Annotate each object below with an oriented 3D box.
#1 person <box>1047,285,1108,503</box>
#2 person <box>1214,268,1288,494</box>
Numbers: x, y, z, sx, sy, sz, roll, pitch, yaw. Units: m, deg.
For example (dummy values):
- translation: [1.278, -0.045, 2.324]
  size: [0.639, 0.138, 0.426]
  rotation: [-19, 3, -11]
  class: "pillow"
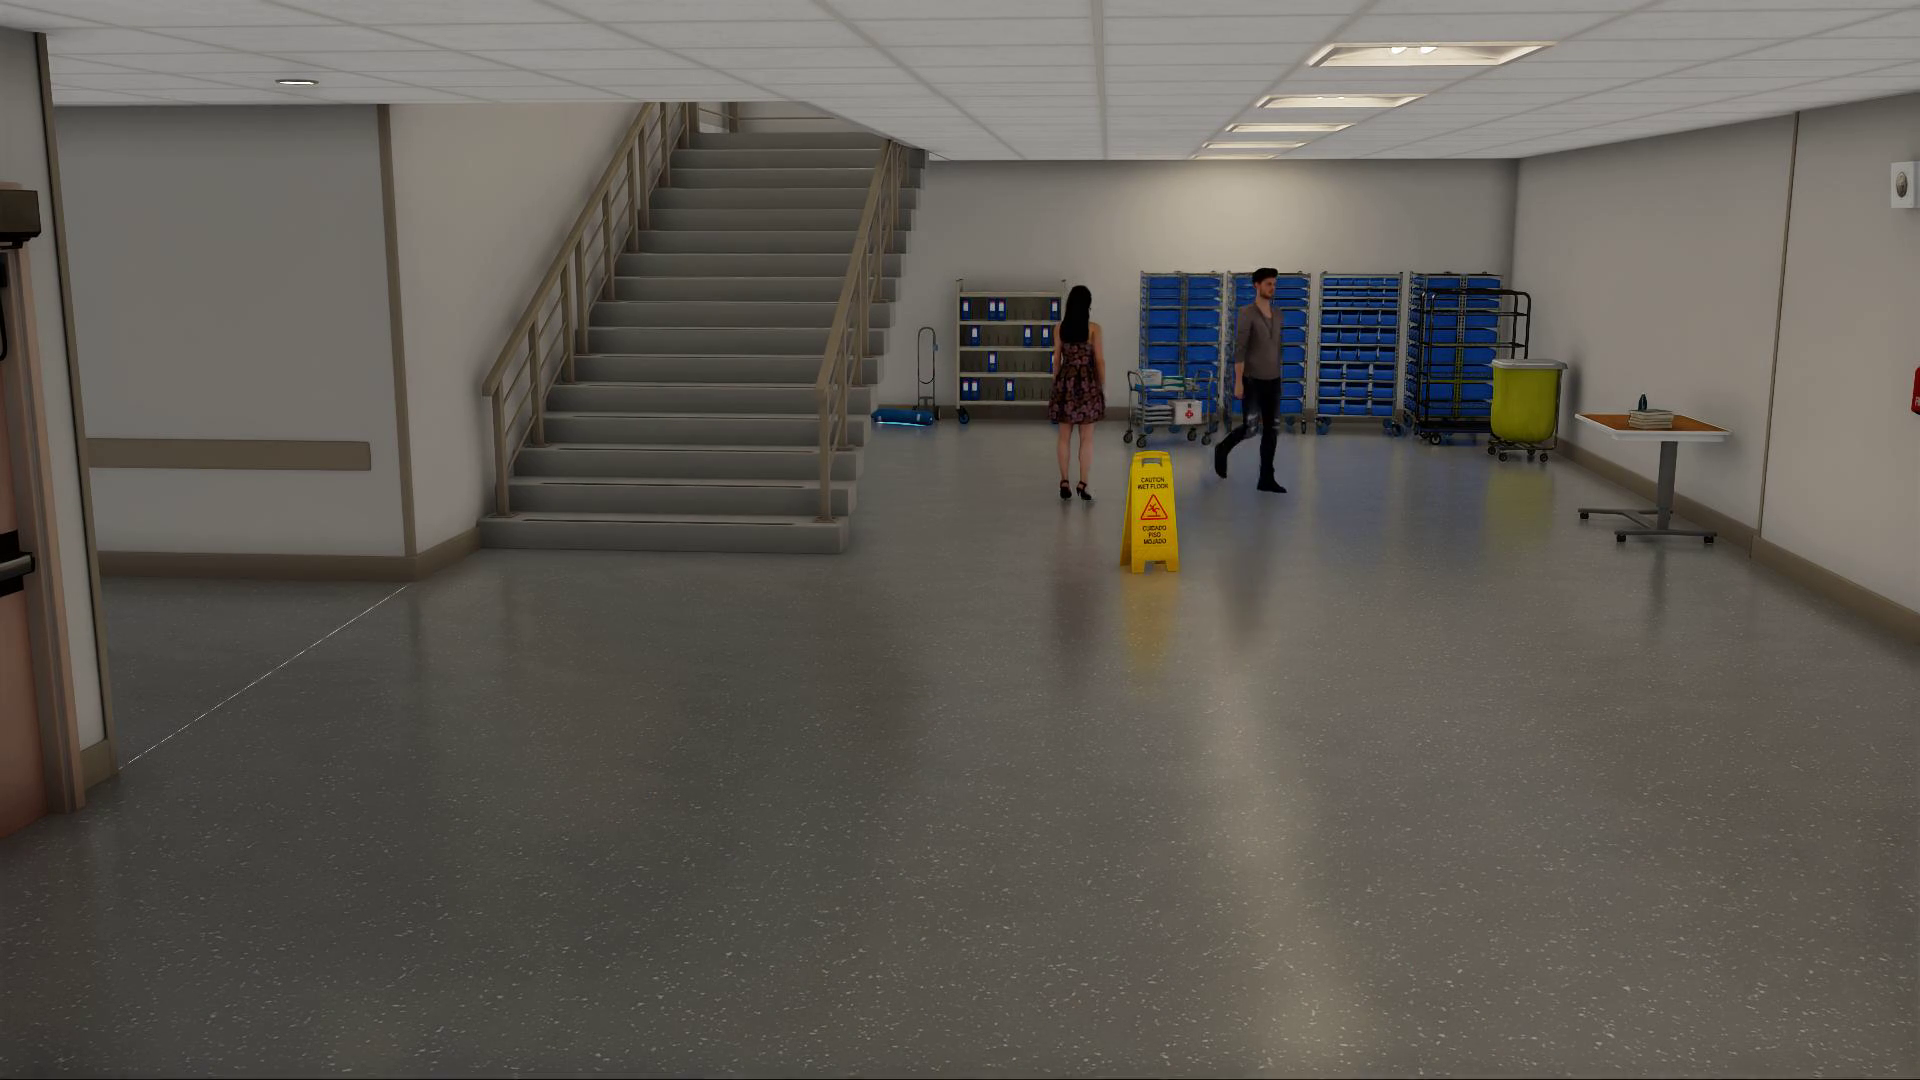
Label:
- translation: [0.972, -1.206, 13.704]
  size: [0.729, 1.774, 0.735]
  rotation: [3, 11, 15]
  class: "person"
- translation: [2.493, -1.350, 14.170]
  size: [1.058, 1.884, 1.169]
  rotation: [-7, 13, -33]
  class: "person"
